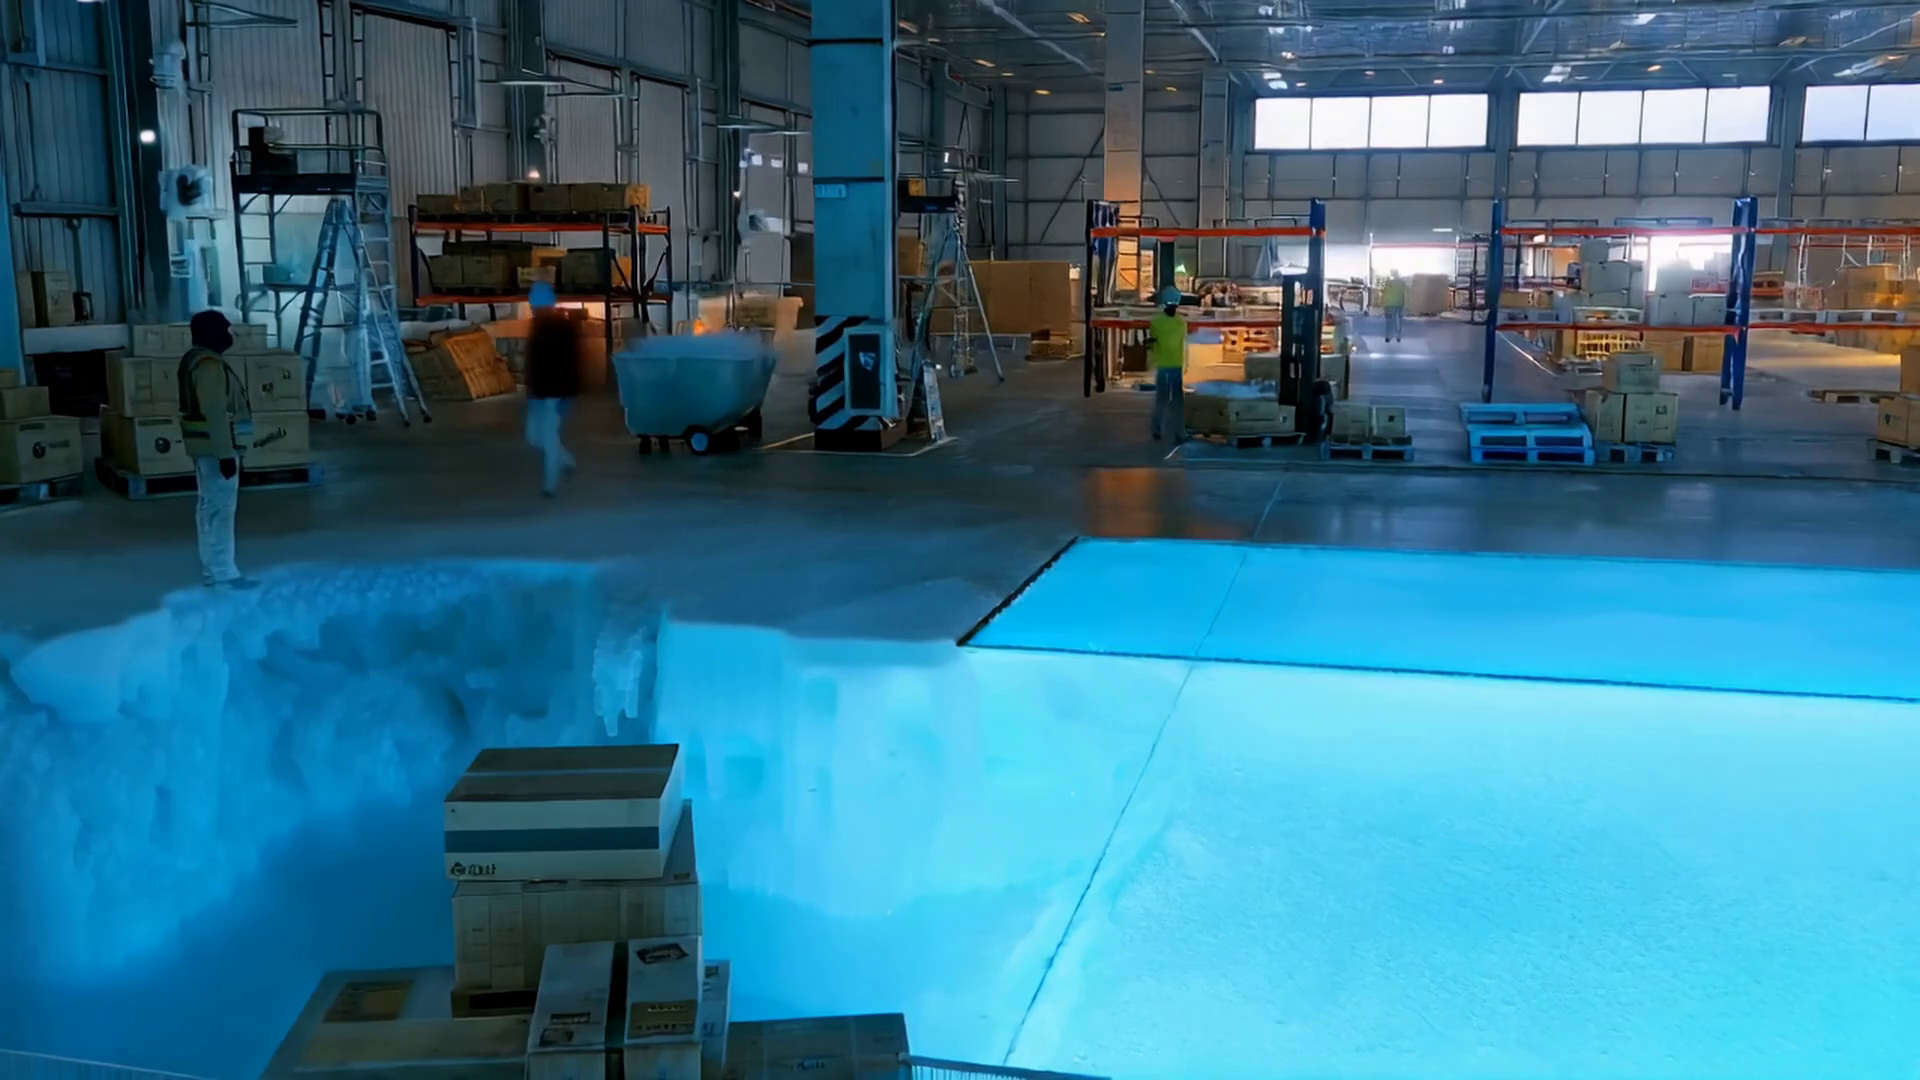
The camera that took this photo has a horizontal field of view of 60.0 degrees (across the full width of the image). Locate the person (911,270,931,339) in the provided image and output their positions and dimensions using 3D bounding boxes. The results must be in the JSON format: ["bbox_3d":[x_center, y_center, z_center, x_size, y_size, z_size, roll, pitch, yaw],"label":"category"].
[{"bbox_3d":[-0.971,-5.708,40.949,0.576,1.882,0.355,3,10,19],"label":"person"}]

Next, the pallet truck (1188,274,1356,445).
[{"bbox_3d":[3.653,-2.138,19.590,1.885,1.965,0.823,-4,10,-20],"label":"pallet truck"}]

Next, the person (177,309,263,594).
[{"bbox_3d":[-4.835,-0.577,10.853,0.429,1.845,0.622,-7,12,-35],"label":"person"}]

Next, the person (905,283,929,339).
[{"bbox_3d":[-0.985,-5.055,37.660,0.507,1.695,0.900,-5,11,-25],"label":"person"}]

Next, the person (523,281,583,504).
[{"bbox_3d":[-3.648,-1.325,14.885,0.645,1.967,0.639,7,12,34],"label":"person"}]

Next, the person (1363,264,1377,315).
[{"bbox_3d":[15.671,-9.566,63.498,0.544,1.939,0.372,7,12,38],"label":"person"}]

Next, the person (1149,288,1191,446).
[{"bbox_3d":[2.448,-2.050,19.604,0.529,1.837,0.973,-2,10,-10],"label":"person"}]

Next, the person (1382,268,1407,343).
[{"bbox_3d":[11.145,-6.011,42.668,0.636,1.915,0.904,0,10,1],"label":"person"}]

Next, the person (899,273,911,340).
[{"bbox_3d":[-1.395,-5.303,38.792,0.520,1.800,0.906,0,10,0],"label":"person"}]

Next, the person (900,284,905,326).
[{"bbox_3d":[-1.936,-7.462,52.043,0.516,1.625,0.375,1,10,6],"label":"person"}]

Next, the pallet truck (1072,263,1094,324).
[{"bbox_3d":[4.325,-8.180,55.162,0.823,1.965,1.885,6,11,31],"label":"pallet truck"}]

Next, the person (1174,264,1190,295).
[{"bbox_3d":[7.791,-8.736,58.612,0.632,1.940,0.372,2,10,14],"label":"person"}]

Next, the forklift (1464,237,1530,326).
[{"bbox_3d":[16.958,-8.148,52.376,1.873,2.768,1.129,2,10,14],"label":"forklift"}]

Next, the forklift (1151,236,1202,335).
[{"bbox_3d":[5.866,-7.214,46.878,1.873,2.768,1.129,2,10,14],"label":"forklift"}]
